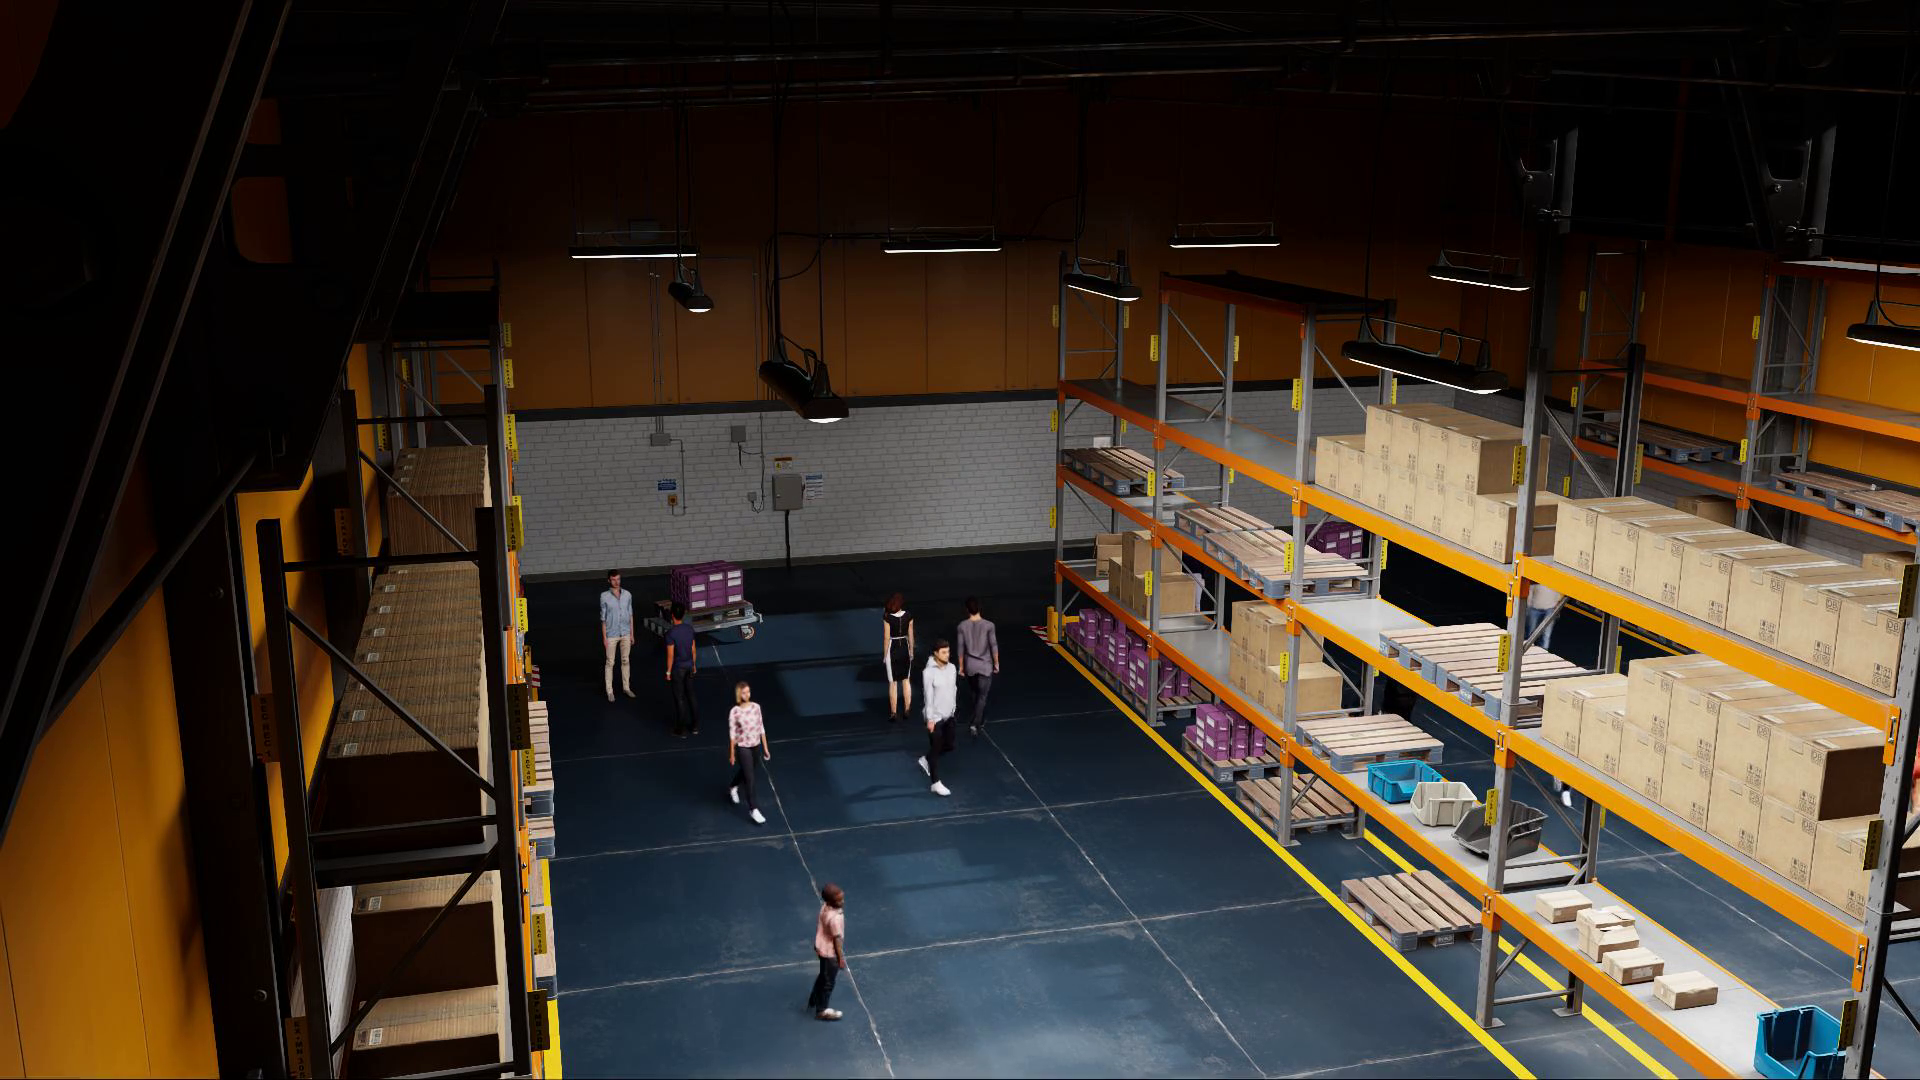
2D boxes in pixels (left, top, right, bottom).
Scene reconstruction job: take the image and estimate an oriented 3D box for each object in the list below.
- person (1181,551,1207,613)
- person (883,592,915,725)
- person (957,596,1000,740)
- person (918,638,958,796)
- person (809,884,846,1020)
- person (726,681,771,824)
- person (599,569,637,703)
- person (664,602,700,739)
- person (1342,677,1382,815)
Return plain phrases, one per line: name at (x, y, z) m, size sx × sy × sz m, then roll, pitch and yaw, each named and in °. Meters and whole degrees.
person at (3.652, 0.659, 26.280) m, size 0.684 × 1.607 × 0.704 m, roll 4°, pitch 14°, yaw 17°
person at (-0.824, 1.562, 22.152) m, size 0.610 × 1.796 × 0.516 m, roll -6°, pitch 15°, yaw -22°
person at (0.222, 1.678, 21.637) m, size 1.060 × 1.811 × 1.252 m, roll 4°, pitch 14°, yaw 16°
person at (-0.326, 2.070, 19.808) m, size 0.909 × 1.912 × 1.019 m, roll -13°, pitch 19°, yaw -43°
person at (-1.203, 3.626, 14.714) m, size 0.671 × 1.284 × 0.469 m, roll -9°, pitch 16°, yaw -32°
person at (-2.495, 2.396, 19.148) m, size 0.945 × 1.588 × 1.192 m, roll -13°, pitch 19°, yaw -43°
person at (-4.768, 1.301, 23.121) m, size 0.714 × 1.848 × 0.671 m, roll -9°, pitch 16°, yaw -33°
person at (-3.626, 1.682, 21.668) m, size 0.729 × 1.790 × 0.721 m, roll 11°, pitch 18°, yaw 39°
person at (4.540, 2.397, 18.862) m, size 0.661 × 1.721 × 0.672 m, roll -2°, pitch 14°, yaw -7°
